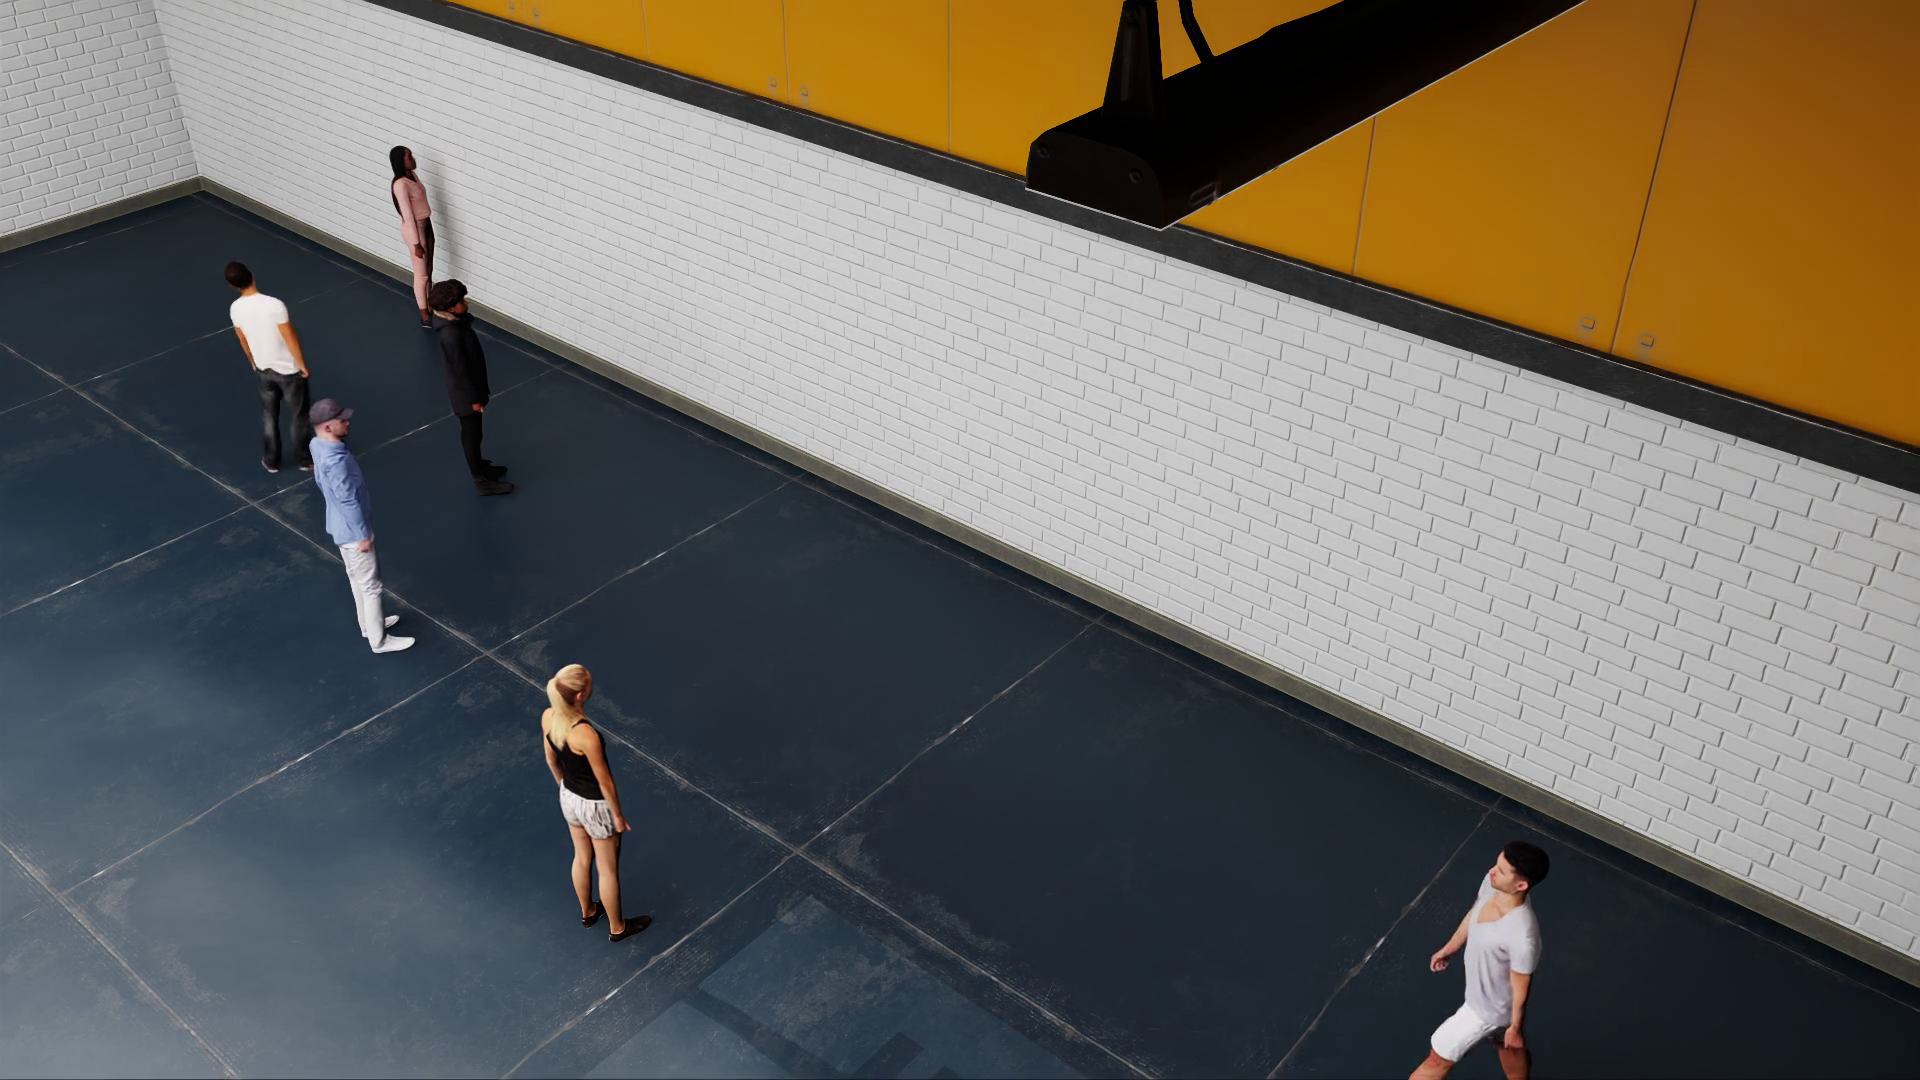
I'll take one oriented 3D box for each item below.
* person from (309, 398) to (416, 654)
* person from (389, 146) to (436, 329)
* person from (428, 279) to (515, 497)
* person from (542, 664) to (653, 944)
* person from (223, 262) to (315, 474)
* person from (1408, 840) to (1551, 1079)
[{"bbox_3d":[-4.055,-0.092,11.092,0.669,1.883,0.712,-20,39,-28],"label":"person"},{"bbox_3d":[-4.991,-2.794,15.305,0.756,1.719,0.687,-1,34,-2],"label":"person"},{"bbox_3d":[-3.810,-1.178,12.817,0.763,1.781,0.730,-11,35,-16],"label":"person"},{"bbox_3d":[-1.988,1.395,8.888,0.620,1.846,0.529,23,40,30],"label":"person"},{"bbox_3d":[-5.341,-1.330,13.066,0.842,1.770,0.777,18,38,25],"label":"person"},{"bbox_3d":[2.603,2.131,7.814,1.145,1.810,1.214,5,34,7],"label":"person"}]
